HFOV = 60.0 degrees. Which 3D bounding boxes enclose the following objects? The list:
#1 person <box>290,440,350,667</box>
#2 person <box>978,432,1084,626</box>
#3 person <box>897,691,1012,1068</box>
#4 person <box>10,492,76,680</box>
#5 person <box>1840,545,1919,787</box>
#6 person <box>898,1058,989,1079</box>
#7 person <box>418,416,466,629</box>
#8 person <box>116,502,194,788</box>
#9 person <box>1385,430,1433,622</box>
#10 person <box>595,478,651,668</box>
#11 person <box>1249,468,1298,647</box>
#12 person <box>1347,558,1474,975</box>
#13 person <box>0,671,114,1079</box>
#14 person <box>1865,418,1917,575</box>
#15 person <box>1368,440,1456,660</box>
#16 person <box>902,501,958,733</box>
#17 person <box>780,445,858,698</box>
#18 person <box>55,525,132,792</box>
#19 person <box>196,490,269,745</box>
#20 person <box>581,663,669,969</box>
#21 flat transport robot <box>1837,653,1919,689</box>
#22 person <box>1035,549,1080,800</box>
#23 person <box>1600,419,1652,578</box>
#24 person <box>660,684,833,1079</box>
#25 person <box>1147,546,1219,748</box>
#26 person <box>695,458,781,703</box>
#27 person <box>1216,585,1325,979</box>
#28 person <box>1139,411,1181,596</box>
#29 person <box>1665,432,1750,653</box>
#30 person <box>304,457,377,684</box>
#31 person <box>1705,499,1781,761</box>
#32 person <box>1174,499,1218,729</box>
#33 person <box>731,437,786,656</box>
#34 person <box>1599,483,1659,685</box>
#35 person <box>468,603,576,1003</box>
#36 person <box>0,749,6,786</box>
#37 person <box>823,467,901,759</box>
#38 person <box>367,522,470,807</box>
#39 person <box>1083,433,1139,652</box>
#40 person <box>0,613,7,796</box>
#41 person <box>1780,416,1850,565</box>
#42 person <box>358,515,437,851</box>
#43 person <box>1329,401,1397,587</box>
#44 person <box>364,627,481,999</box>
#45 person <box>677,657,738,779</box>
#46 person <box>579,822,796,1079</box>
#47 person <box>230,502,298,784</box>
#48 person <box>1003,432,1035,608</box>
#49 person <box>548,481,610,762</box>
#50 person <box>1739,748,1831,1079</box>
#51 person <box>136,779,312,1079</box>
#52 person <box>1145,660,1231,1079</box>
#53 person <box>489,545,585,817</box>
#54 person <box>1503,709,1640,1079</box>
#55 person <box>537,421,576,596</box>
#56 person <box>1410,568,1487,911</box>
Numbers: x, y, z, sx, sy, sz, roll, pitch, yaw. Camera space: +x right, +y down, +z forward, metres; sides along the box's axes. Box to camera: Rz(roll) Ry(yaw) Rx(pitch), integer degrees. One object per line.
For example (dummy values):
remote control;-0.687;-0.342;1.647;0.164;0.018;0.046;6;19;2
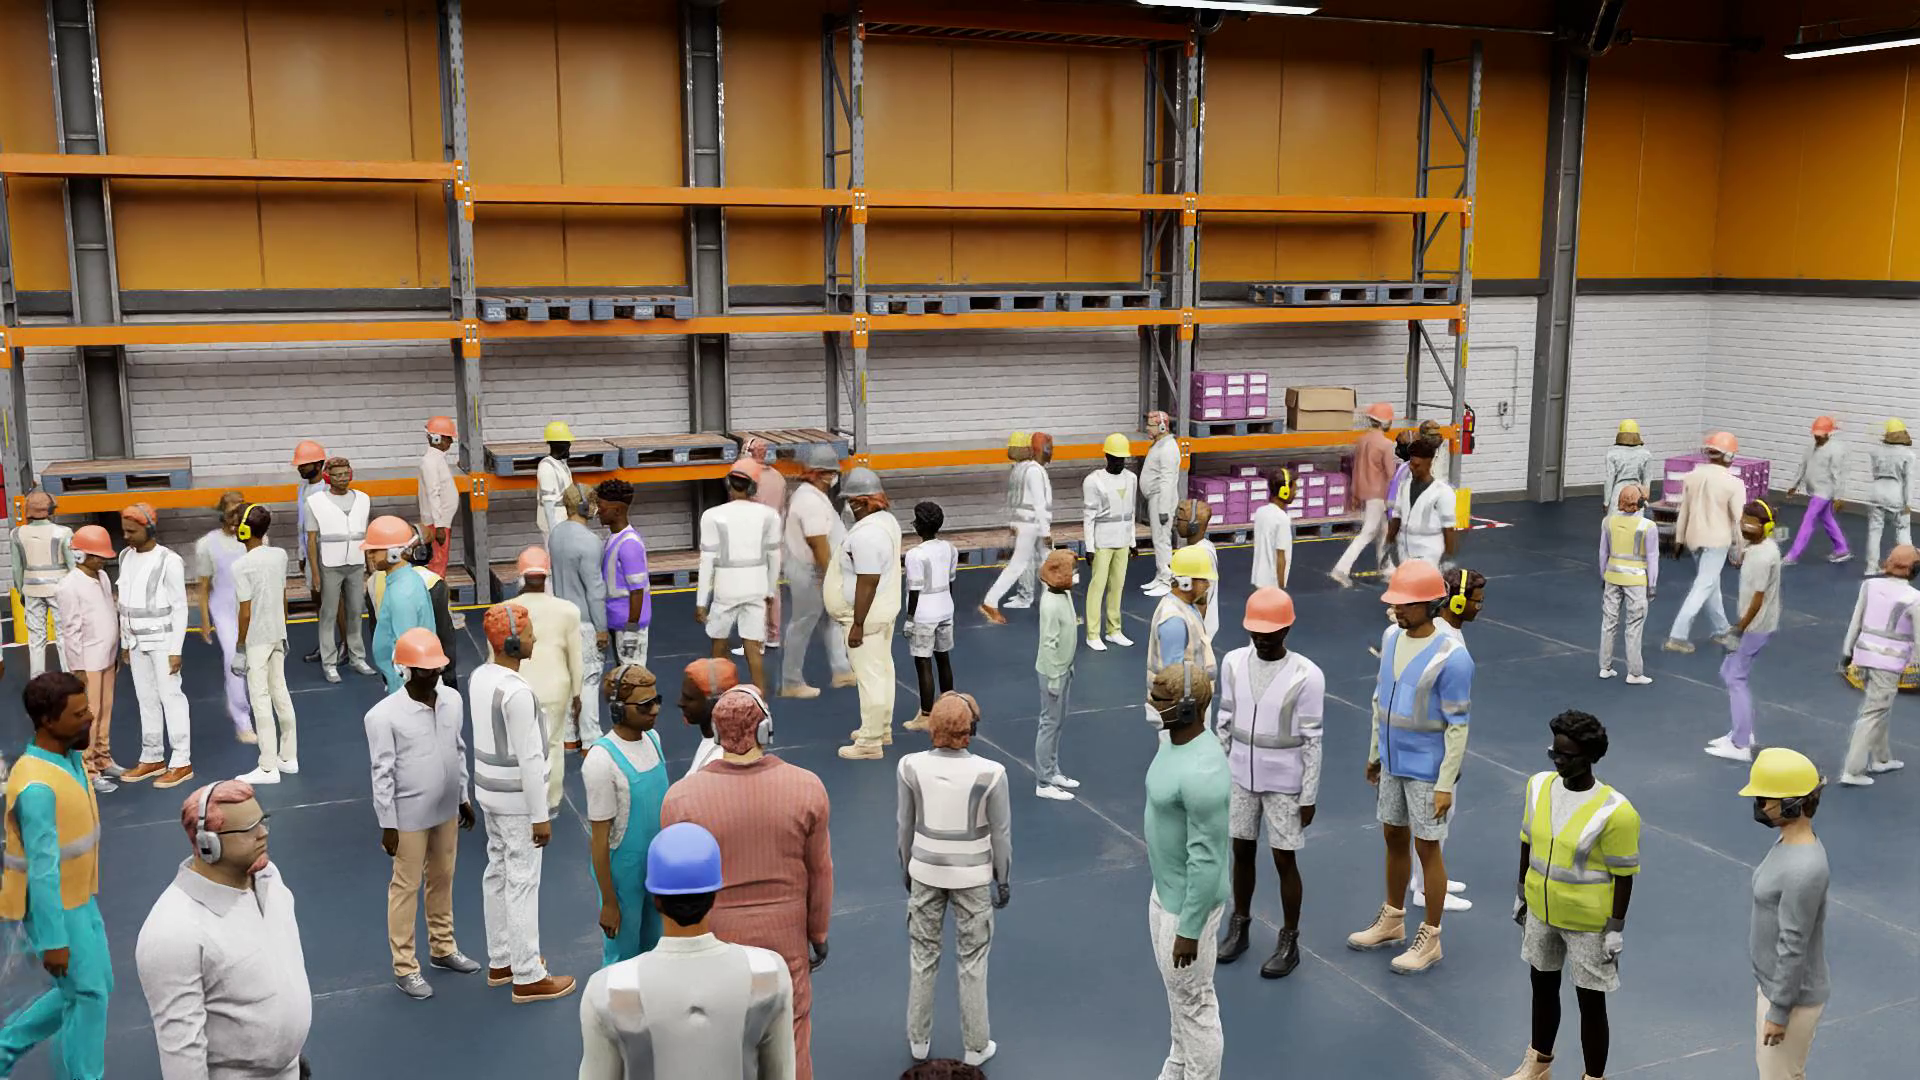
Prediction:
person;-5.435;0.115;14.078;0.541;1.929;0.382;7;12;35
person;0.645;-0.102;15.628;0.987;1.827;0.610;3;10;15
person;-0.029;1.461;7.173;0.517;1.632;0.314;3;10;16
person;-7.167;0.431;13.086;0.515;1.640;0.309;0;10;-3
person;6.121;0.821;10.891;0.714;1.611;0.525;-2;10;-13
person;0.031;1.972;3.433;0.379;1.910;0.592;1;10;6
person;-4.843;-0.169;15.540;0.391;1.988;0.611;-2;10;-13
person;-5.313;0.682;10.929;0.573;1.887;0.356;5;11;26
person;4.255;-0.133;15.796;0.431;1.836;0.618;1;10;4
person;-2.320;0.546;11.480;0.373;1.966;0.607;-4;11;-20
person;2.411;0.371;12.814;0.339;1.857;0.546;-2;10;-12
person;2.193;1.092;8.119;0.388;2.042;0.605;-5;11;-24
person;-3.593;1.443;6.525;0.615;1.902;0.595;-3;10;-16
person;10.065;-0.443;17.892;0.437;1.726;0.527;-8;13;-38
person;3.846;0.104;14.152;0.966;1.913;0.605;-4;11;-22
person;-0.229;0.560;12.176;0.316;1.696;0.541;7;12;35
person;-1.039;0.234;13.066;0.849;2.000;0.694;0;10;-3
person;-5.640;0.762;10.876;0.348;1.739;0.573;-1;10;-5
person;-5.250;0.529;12.026;0.515;1.828;0.702;-9;14;-43
person;-1.343;1.407;6.868;0.332;1.844;0.516;3;10;16
flat transport robot;7.919;1.066;13.367;1.431;0.197;0.652;3;10;16
person;0.629;0.855;10.687;0.275;1.626;0.503;3;10;15
person;7.074;-0.418;17.680;0.486;1.743;0.299;0;10;2
person;-0.798;1.481;6.277;0.638;1.906;0.408;-2;10;-13
person;1.292;0.930;9.697;0.403;1.822;0.594;2;10;13
person;-1.666;0.389;12.346;0.691;1.976;0.860;-4;11;-24
person;1.476;1.161;8.060;0.550;1.929;0.388;8;13;39
person;2.030;-0.373;16.994;0.399;1.899;0.653;0;10;0
person;6.611;0.015;14.629;1.041;1.942;0.651;-4;11;-23
person;-5.075;0.230;13.643;0.389;1.848;0.563;8;13;39
person;5.417;0.617;11.456;0.379;1.835;0.548;4;11;23
person;1.587;0.631;11.340;0.346;1.847;0.505;1;10;8
person;-1.784;0.055;14.485;0.409;1.909;0.641;5;11;24
person;5.424;0.357;13.512;0.308;1.640;0.511;-7;12;-36
person;-2.085;1.225;7.813;0.355;1.882;0.576;-8;13;-39
person;-5.716;1.067;9.473;0.523;1.625;0.390;2;10;12
person;-0.685;0.494;11.569;0.535;2.000;0.674;2;10;12
person;-3.362;0.803;10.360;0.635;1.842;0.429;5;11;28
person;1.348;0.013;14.674;0.593;1.922;0.383;-7;12;-36
person;-6.374;0.739;10.503;0.593;1.922;0.392;-4;11;-22
person;9.642;-0.559;18.630;0.892;1.696;0.641;0;10;-1
person;-3.272;0.835;9.771;0.404;1.986;0.603;-3;10;-15
person;4.304;-0.477;17.420;0.984;1.958;0.629;-3;10;-16
person;-2.535;1.271;7.913;0.326;1.752;0.561;5;11;28
person;-0.991;1.397;6.815;0.347;1.883;0.584;-1;10;-7
person;-0.756;1.745;4.677;0.618;1.934;0.418;-4;11;-22
person;-4.628;0.677;10.993;0.328;1.877;0.513;2;10;13
person;0.585;-0.202;16.433;0.297;1.744;0.487;2;10;13
person;-2.603;0.558;11.494;0.373;1.940;0.630;-8;13;-39
person;2.937;1.608;5.988;0.340;1.752;0.529;4;11;22
person;-2.215;1.670;5.165;0.409;1.913;0.645;1;10;4
person;0.872;1.418;6.534;0.372;1.940;0.627;0;10;-2
person;-2.565;0.902;10.100;0.576;1.730;0.666;-3;10;-14
person;2.458;1.508;6.714;0.316;1.696;0.541;-6;11;-31
person;-3.768;-0.152;15.612;0.375;1.929;0.585;0;10;-2
person;2.602;1.058;8.869;0.351;1.856;0.518;1;10;3
